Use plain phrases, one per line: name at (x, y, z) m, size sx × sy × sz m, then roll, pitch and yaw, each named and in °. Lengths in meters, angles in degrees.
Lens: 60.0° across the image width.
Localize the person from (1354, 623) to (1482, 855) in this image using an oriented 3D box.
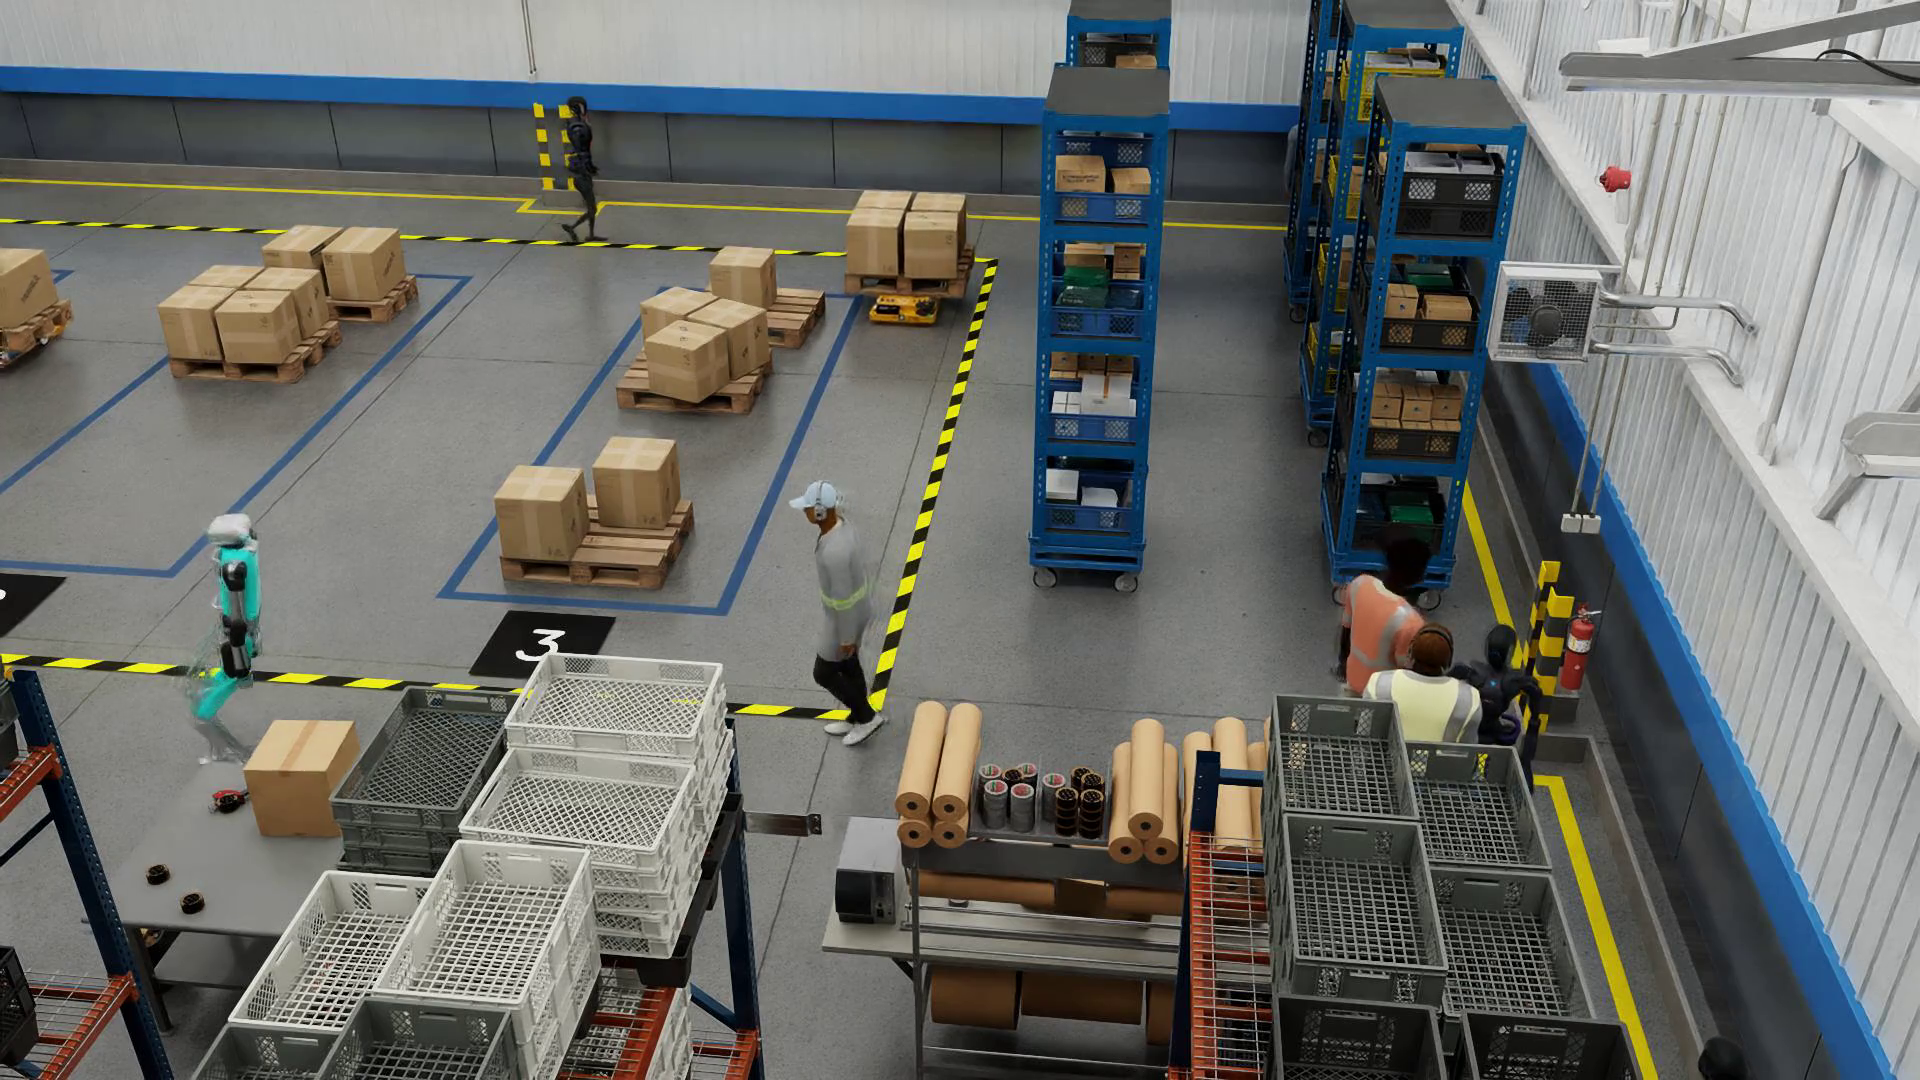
person at (2.427, 1.251, 8.961) m, size 0.624 × 1.843 × 0.430 m, roll 8°, pitch 31°, yaw 14°

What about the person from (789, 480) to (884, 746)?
person at (-0.785, 0.469, 10.321) m, size 0.490 × 1.825 × 0.629 m, roll 0°, pitch 30°, yaw 0°

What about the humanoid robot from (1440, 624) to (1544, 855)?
humanoid robot at (2.913, 1.179, 9.245) m, size 0.584 × 1.652 × 0.326 m, roll 11°, pitch 32°, yaw 18°

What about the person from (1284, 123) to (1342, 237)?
person at (3.695, -3.724, 17.426) m, size 0.620 × 1.932 × 0.371 m, roll 1°, pitch 30°, yaw 1°

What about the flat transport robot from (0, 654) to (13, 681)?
flat transport robot at (-7.142, 0.969, 11.010) m, size 1.431 × 0.231 × 0.659 m, roll 3°, pitch 30°, yaw 6°

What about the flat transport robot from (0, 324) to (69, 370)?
flat transport robot at (-9.222, -1.860, 15.840) m, size 0.652 × 0.197 × 1.431 m, roll 3°, pitch 30°, yaw 6°

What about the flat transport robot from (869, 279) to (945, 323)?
flat transport robot at (-0.501, -2.603, 17.117) m, size 0.652 × 0.197 × 1.431 m, roll 3°, pitch 30°, yaw 6°

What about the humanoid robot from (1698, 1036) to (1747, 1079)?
humanoid robot at (2.898, 2.680, 6.680) m, size 0.613 × 1.640 × 0.425 m, roll -1°, pitch 30°, yaw -1°

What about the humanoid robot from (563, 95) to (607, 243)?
humanoid robot at (-4.181, -4.064, 18.258) m, size 0.443 × 1.648 × 0.586 m, roll -3°, pitch 30°, yaw -5°

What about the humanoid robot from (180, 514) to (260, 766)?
humanoid robot at (-4.528, 0.717, 10.036) m, size 0.841 × 1.822 × 0.535 m, roll -8°, pitch 31°, yaw -14°

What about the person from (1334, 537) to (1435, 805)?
person at (2.402, 0.804, 9.655) m, size 0.361 × 1.934 × 0.728 m, roll -13°, pitch 33°, yaw -21°
